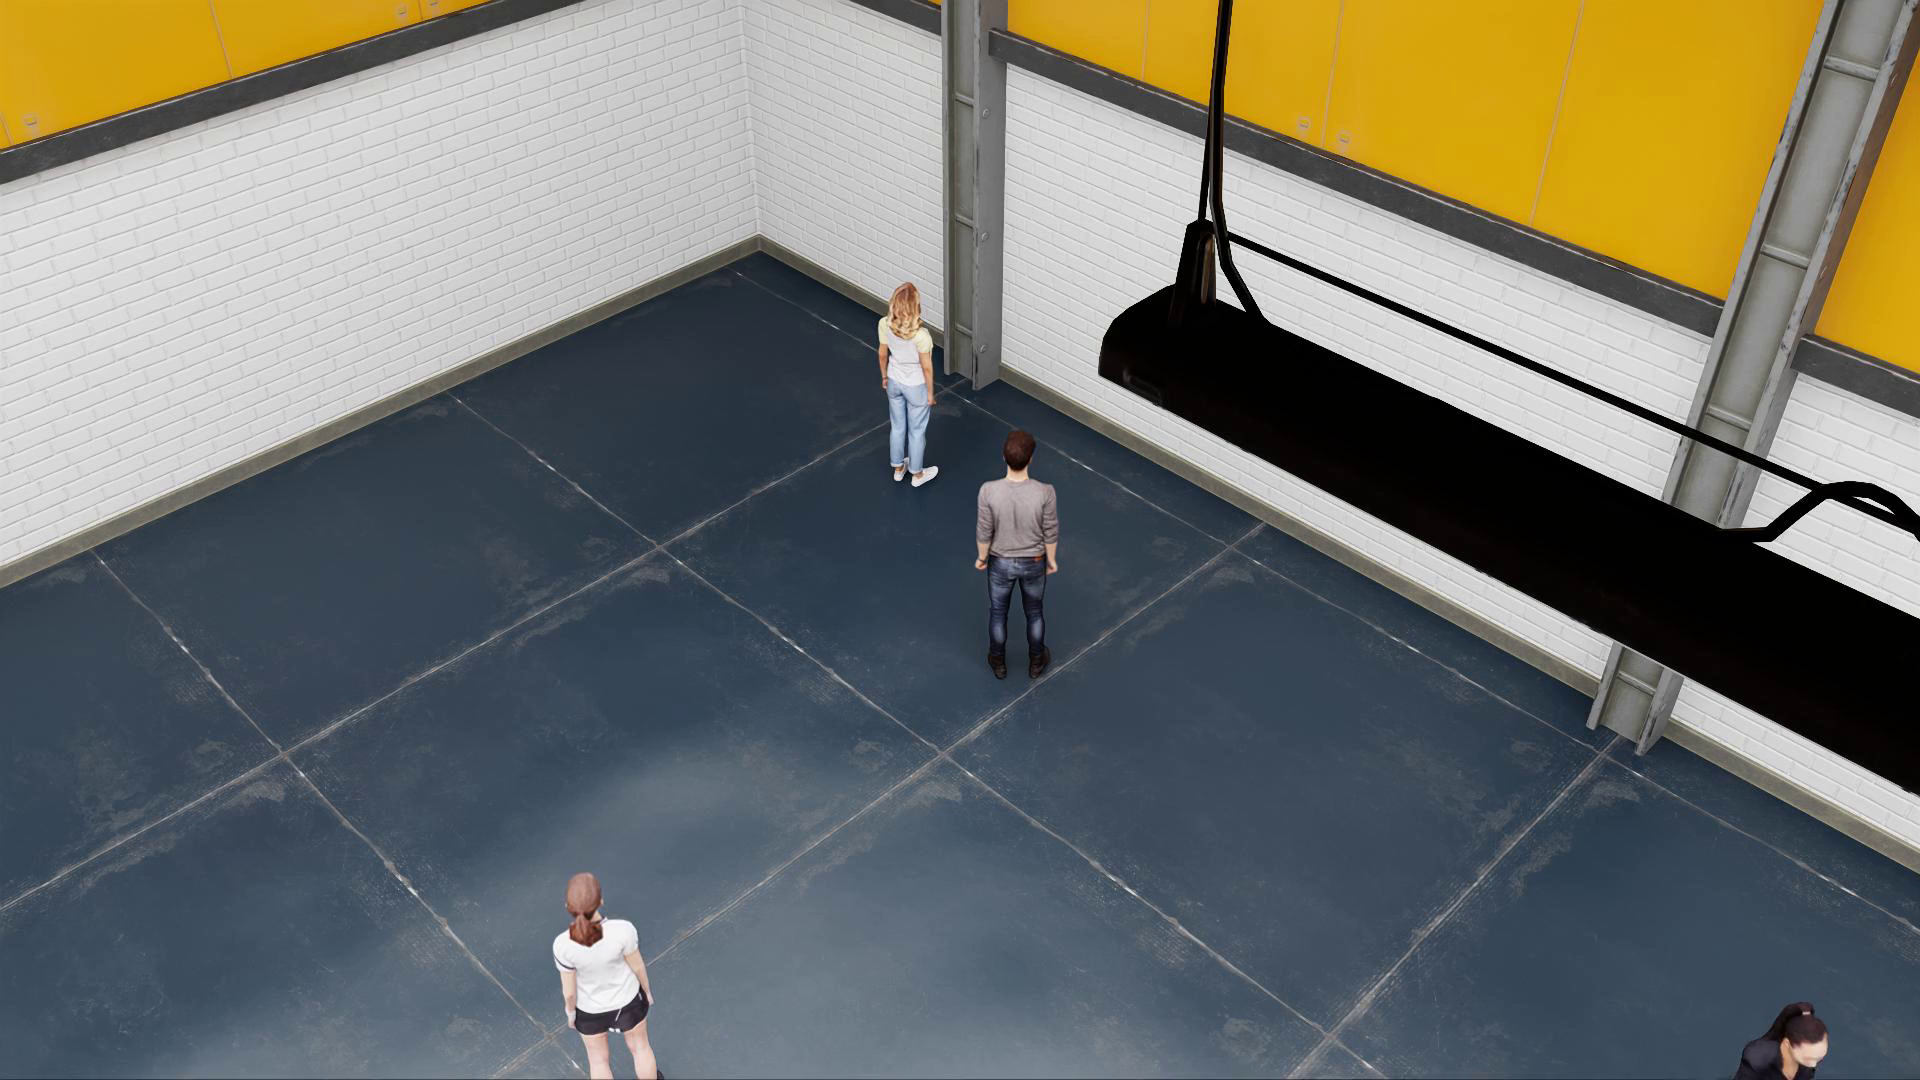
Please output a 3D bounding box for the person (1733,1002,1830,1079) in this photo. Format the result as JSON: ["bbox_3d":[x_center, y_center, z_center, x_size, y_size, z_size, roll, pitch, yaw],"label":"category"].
[{"bbox_3d":[3.625,2.633,7.759,0.893,1.696,1.037,-14,41,-17],"label":"person"}]

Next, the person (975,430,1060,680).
[{"bbox_3d":[0.369,0.127,10.729,0.760,1.905,0.832,2,39,2],"label":"person"}]

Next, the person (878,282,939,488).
[{"bbox_3d":[-0.391,-1.160,12.488,0.570,1.723,0.740,20,43,23],"label":"person"}]

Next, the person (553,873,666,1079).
[{"bbox_3d":[-1.734,2.271,8.169,0.654,1.750,0.664,-12,40,-14],"label":"person"}]
